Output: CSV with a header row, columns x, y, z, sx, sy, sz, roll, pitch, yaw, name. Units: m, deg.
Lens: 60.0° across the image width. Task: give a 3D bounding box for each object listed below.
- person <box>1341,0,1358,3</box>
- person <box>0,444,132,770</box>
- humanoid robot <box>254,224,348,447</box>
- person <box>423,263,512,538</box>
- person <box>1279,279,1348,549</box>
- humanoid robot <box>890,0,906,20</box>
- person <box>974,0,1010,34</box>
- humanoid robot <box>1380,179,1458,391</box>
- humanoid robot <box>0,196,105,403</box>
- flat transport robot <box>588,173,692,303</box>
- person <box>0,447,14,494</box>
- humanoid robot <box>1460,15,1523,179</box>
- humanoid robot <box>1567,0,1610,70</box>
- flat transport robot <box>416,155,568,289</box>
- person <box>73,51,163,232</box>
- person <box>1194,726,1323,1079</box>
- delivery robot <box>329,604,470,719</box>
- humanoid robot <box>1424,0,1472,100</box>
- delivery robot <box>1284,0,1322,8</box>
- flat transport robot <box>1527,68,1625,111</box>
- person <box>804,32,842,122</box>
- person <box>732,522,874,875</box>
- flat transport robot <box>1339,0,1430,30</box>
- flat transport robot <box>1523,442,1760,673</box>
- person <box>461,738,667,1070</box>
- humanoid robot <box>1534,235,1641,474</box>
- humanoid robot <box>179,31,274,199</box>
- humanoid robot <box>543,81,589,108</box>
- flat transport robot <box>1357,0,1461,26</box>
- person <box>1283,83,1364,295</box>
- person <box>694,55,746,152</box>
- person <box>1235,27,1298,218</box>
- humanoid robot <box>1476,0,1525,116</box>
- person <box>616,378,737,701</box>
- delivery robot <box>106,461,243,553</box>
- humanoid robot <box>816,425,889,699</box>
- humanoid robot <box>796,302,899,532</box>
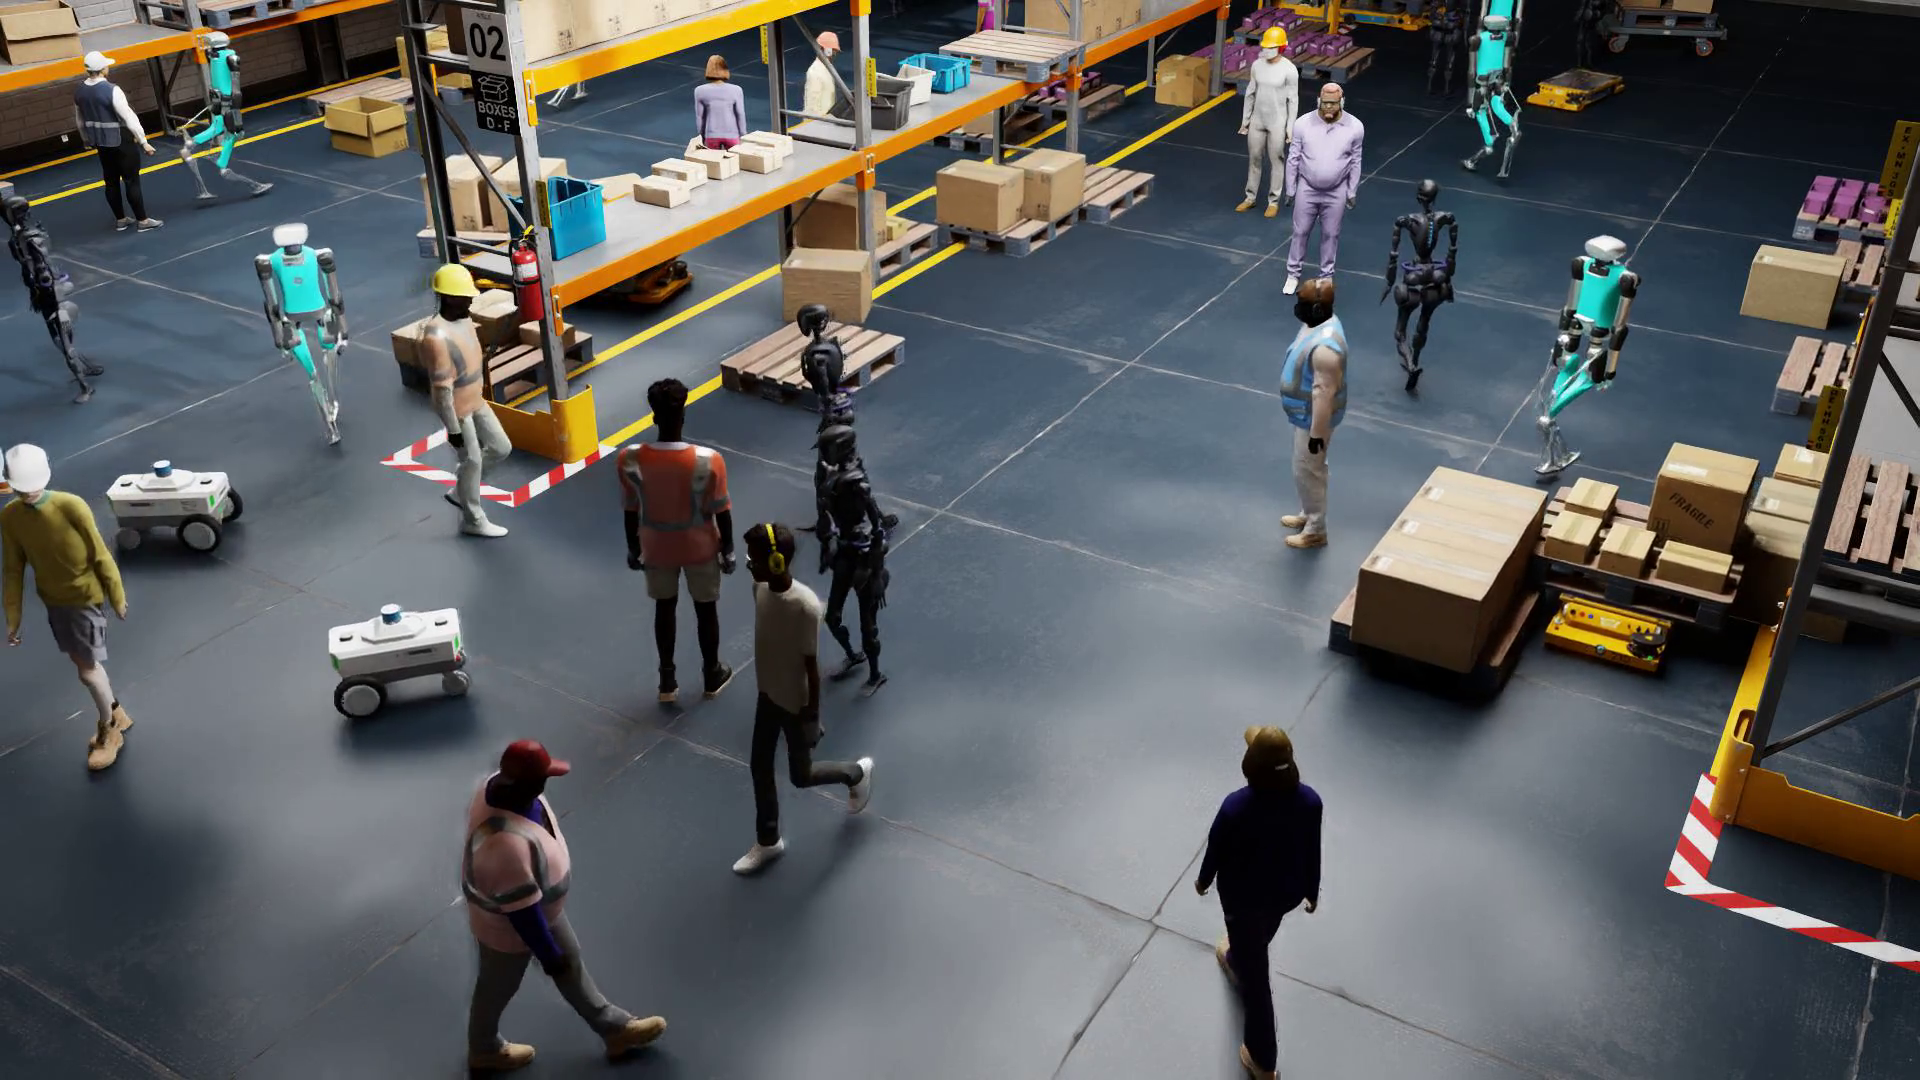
x,y,z,sx,sy,sz,roll,pitch,yaw,name
6.087,-9.100,25.547,0.418,1.746,0.593,-21,36,-32,person
-4.682,0.352,8.681,0.503,1.869,0.594,4,30,8,person
-4.758,-1.573,12.237,0.539,1.733,0.955,-8,30,-13,humanoid robot
-3.206,-0.885,10.837,0.436,1.906,0.608,3,30,5,person
2.280,-0.813,10.815,0.436,1.827,0.649,4,30,6,person
-0.948,-8.686,24.885,0.600,1.635,0.601,-2,30,-4,humanoid robot
0.394,-6.391,20.643,0.511,1.847,0.338,-22,36,-33,person
3.655,-1.998,13.055,0.587,1.635,0.629,-4,30,-6,humanoid robot
-6.979,-1.893,12.868,0.610,1.646,0.479,23,37,35,humanoid robot
-3.247,-2.430,15.241,1.431,0.231,0.659,10,31,17,flat transport robot
-6.860,-1.120,11.174,0.399,1.989,0.621,-1,29,-2,person
5.717,-4.628,17.679,0.553,1.754,1.043,-9,31,-15,humanoid robot
8.360,-7.053,21.986,0.614,1.653,0.329,-24,38,-36,humanoid robot
-4.314,-2.706,15.729,0.659,0.231,1.431,4,30,7,flat transport robot
-8.303,-3.902,16.327,0.769,1.757,0.430,7,30,12,person
1.263,1.469,7.011,0.469,1.574,0.863,-7,30,-12,person
-3.216,0.634,9.498,0.745,0.565,0.499,-9,31,-16,delivery robot
6.094,-6.387,20.794,0.315,1.657,0.599,-24,37,-36,humanoid robot
5.082,-8.224,25.192,0.777,0.587,0.499,14,32,23,delivery robot
7.799,-5.692,21.010,0.659,0.231,1.431,24,37,36,flat transport robot
-1.439,-4.346,17.161,0.416,1.711,0.614,5,30,9,person
-0.805,0.747,8.028,0.535,1.825,0.782,26,38,38,person
6.216,-7.807,24.753,1.431,0.231,0.659,16,33,27,flat transport robot
4.155,0.330,10.358,0.659,0.231,1.431,16,33,27,flat transport robot
-1.717,1.515,6.804,0.887,1.689,0.616,-1,30,-2,person
4.247,-1.213,11.596,0.902,1.765,0.555,-16,33,-26,humanoid robot
-7.663,-4.244,16.998,0.539,1.752,1.033,22,36,34,humanoid robot
-4.818,-6.149,20.327,0.555,1.731,1.023,19,35,30,humanoid robot
6.725,-7.938,24.984,1.431,0.231,0.659,23,37,34,flat transport robot
3.205,-3.092,14.749,0.652,1.906,0.409,5,30,8,person
-2.387,-4.029,16.689,0.498,1.629,0.289,2,30,3,person
3.095,-4.195,16.713,0.584,1.892,0.378,19,35,30,person
6.410,-5.833,19.793,0.536,1.775,0.837,4,30,7,humanoid robot
-1.542,0.022,9.185,0.621,1.958,0.389,1,30,3,person
-5.228,-0.235,11.083,0.811,0.611,0.499,-2,30,-3,delivery robot
-0.598,0.110,9.321,0.322,1.645,0.612,-22,36,-34,humanoid robot
-0.754,-0.759,10.914,0.672,1.649,0.602,1,30,2,humanoid robot
